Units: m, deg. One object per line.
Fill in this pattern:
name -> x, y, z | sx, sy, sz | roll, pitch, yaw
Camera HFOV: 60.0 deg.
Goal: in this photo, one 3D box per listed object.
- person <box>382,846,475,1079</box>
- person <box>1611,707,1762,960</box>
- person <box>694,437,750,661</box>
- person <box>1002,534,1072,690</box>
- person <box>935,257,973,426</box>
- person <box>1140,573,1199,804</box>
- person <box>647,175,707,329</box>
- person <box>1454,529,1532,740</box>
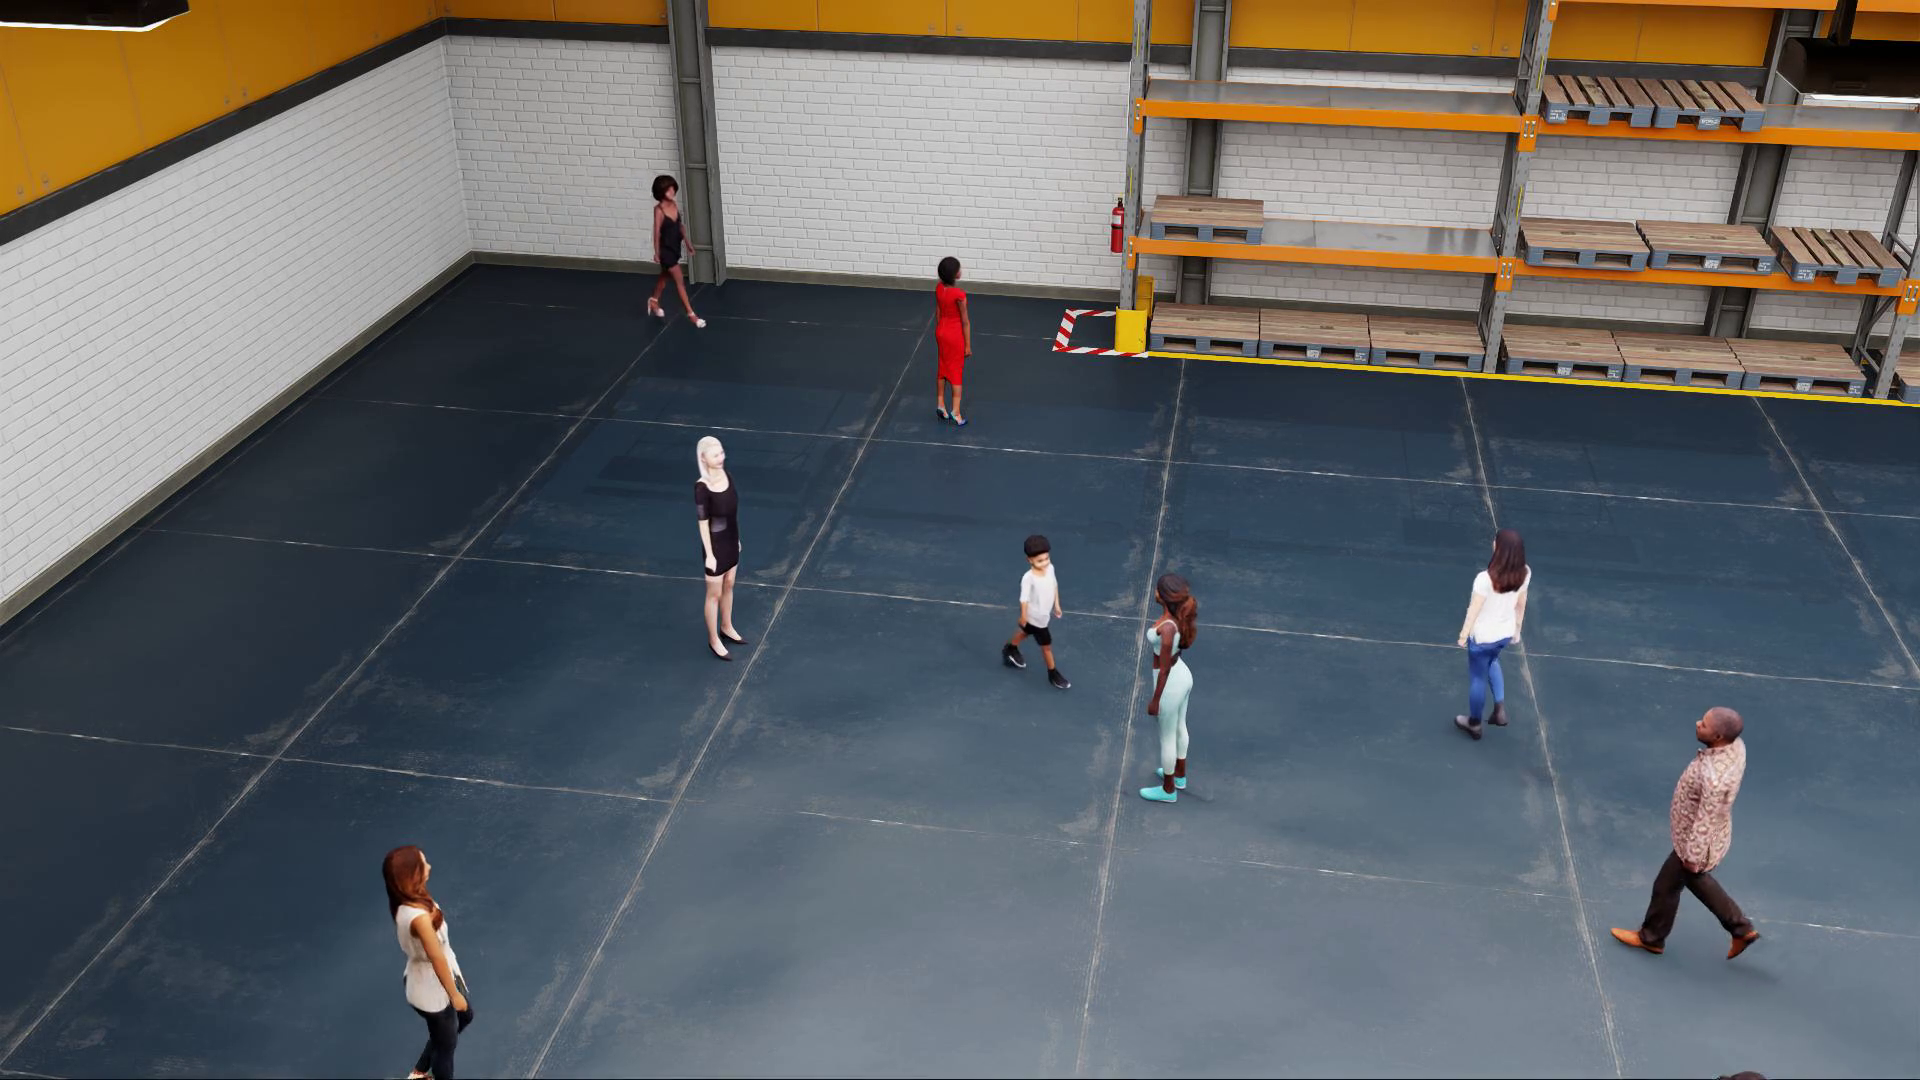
person -> -2.835, 2.343, 8.667 | 0.791, 1.775, 0.736 | -13, 31, -22
person -> 4.411, 1.758, 9.728 | 1.137, 1.786, 0.968 | 19, 34, 31
person -> -1.858, 0.049, 12.815 | 0.581, 1.830, 0.627 | 12, 31, 21
person -> 0.541, 0.488, 12.627 | 0.953, 1.239, 0.754 | 21, 35, 33
person -> -0.091, -1.991, 16.645 | 0.712, 1.744, 0.617 | -25, 37, -38
person -> 1.414, 0.994, 11.195 | 0.618, 1.724, 0.630 | 14, 32, 24
person -> -3.388, -3.296, 19.046 | 1.146, 1.736, 0.740 | 13, 31, 22
person -> 3.802, 0.723, 11.740 | 0.729, 1.676, 0.798 | -13, 31, -23
